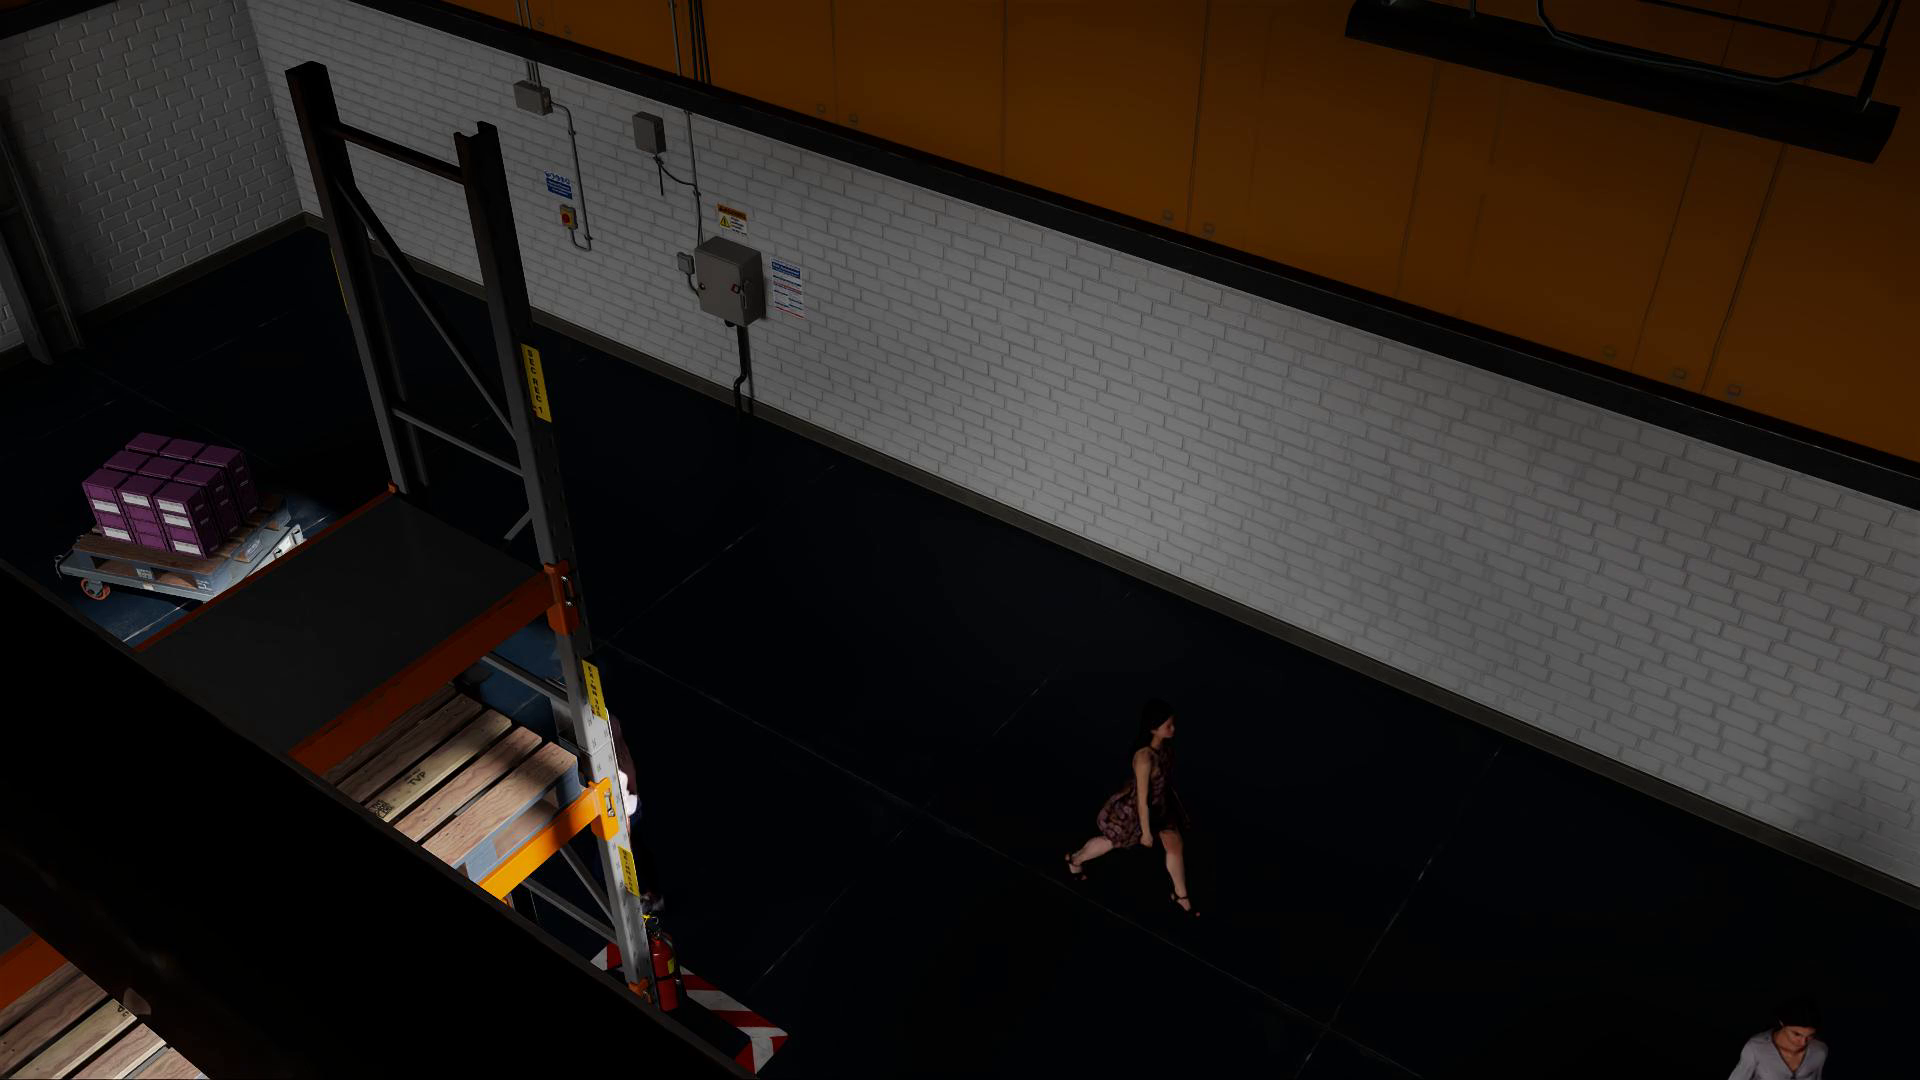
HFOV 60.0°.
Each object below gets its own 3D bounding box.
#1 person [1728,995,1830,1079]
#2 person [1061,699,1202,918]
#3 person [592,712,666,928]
[{"bbox_3d":[4.083,2.880,8.547,0.985,1.747,1.096,-2,39,-3],"label":"person"},{"bbox_3d":[1.034,1.630,10.125,0.852,1.731,1.158,15,41,18],"label":"person"},{"bbox_3d":[-1.951,1.669,10.050,0.795,1.763,0.732,-4,39,-6],"label":"person"}]
